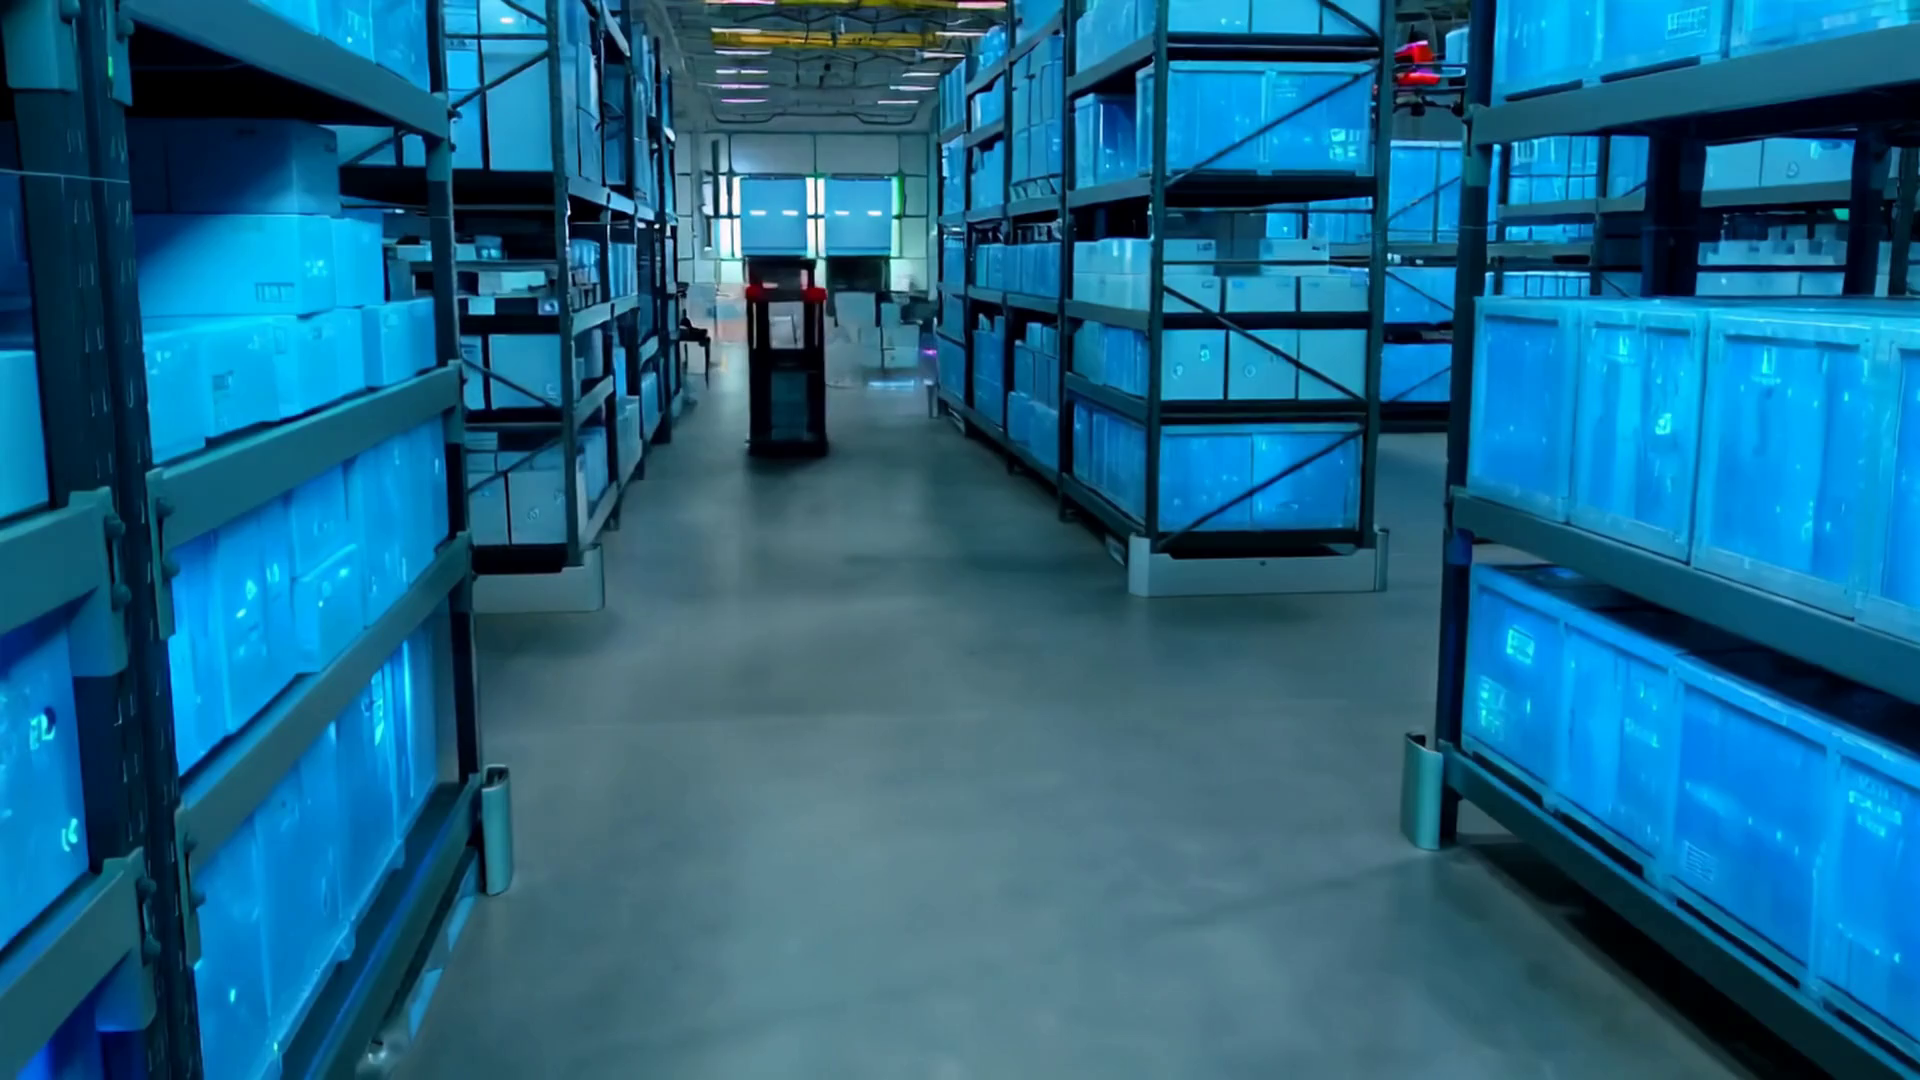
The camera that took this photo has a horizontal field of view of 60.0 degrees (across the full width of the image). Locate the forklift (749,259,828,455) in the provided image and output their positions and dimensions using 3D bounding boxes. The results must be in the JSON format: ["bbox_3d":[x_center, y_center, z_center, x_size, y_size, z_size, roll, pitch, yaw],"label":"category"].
[{"bbox_3d":[-2.555,-2.728,24.447,1.129,2.768,1.873,-1,10,-7],"label":"forklift"}]

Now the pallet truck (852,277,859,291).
[{"bbox_3d":[-3.782,-9.391,65.808,1.885,1.965,0.823,2,10,10],"label":"pallet truck"}]

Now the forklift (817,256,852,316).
[{"bbox_3d":[-4.171,-8.359,57.229,1.129,2.768,1.873,-7,12,-35],"label":"forklift"}]

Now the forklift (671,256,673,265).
[{"bbox_3d":[-11.044,-9.144,61.803,1.129,2.768,1.873,-1,10,-7],"label":"forklift"}]
